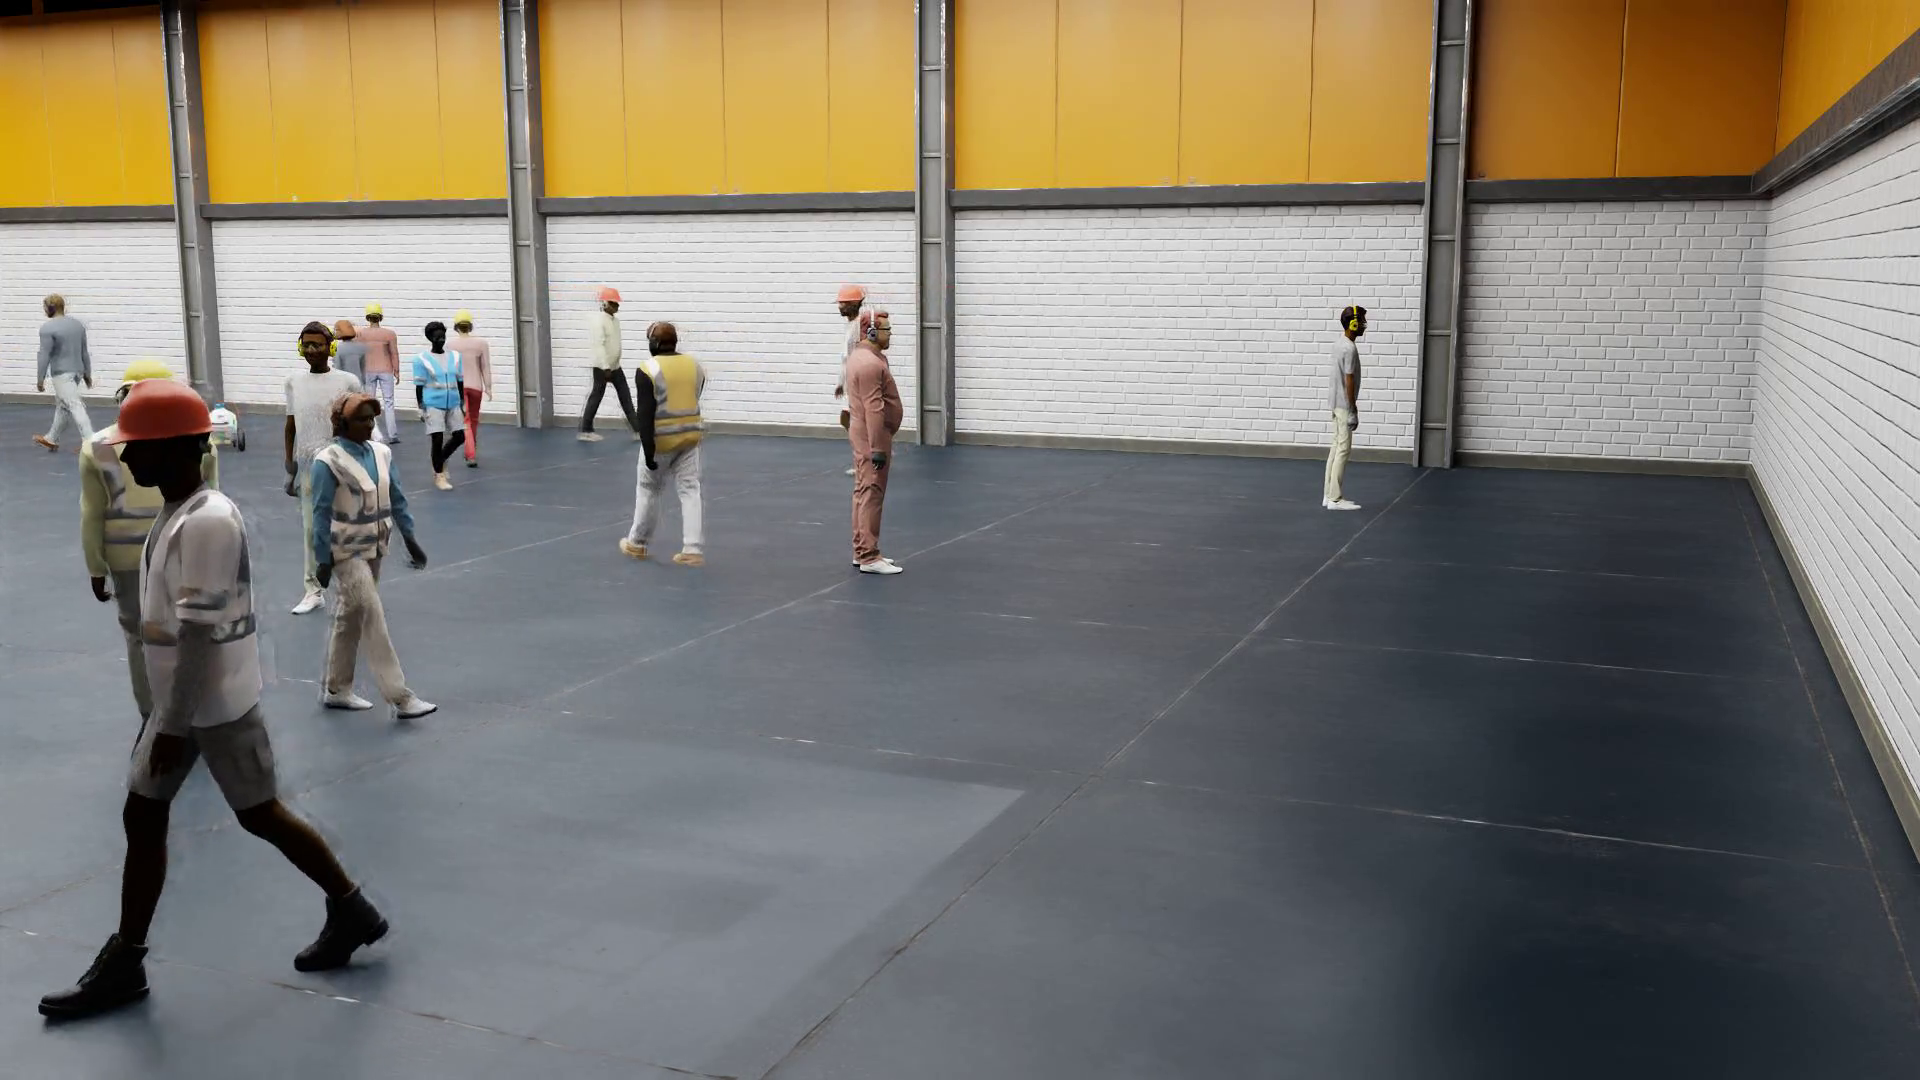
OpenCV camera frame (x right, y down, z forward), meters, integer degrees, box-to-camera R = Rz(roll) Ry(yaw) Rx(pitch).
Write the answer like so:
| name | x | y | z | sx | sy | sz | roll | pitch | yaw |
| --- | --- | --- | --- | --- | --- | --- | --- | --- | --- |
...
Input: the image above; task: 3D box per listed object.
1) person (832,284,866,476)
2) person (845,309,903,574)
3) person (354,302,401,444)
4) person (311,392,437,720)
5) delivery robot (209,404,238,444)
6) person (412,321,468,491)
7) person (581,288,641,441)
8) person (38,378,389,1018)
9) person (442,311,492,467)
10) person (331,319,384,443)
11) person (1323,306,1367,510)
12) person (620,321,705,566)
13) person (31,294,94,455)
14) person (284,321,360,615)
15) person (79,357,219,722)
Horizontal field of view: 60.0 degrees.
| name | x | y | z | sx | sy | sz | roll | pitch | yaw |
| --- | --- | --- | --- | --- | --- | --- | --- | --- | --- |
| person | -1.088 | -1.653 | 17.415 | 0.477 | 2.029 | 0.617 | -2 | 10 | -13 |
| person | -0.613 | -0.712 | 12.063 | 0.408 | 1.906 | 0.654 | -2 | 10 | -11 |
| person | -7.235 | -2.065 | 20.675 | 0.532 | 1.772 | 0.300 | -2 | 10 | -12 |
| person | -2.849 | 0.082 | 8.141 | 0.807 | 1.600 | 0.532 | 3 | 10 | 16 |
| delivery robot | -8.906 | -1.402 | 20.046 | 0.477 | 0.478 | 0.707 | -4 | 10 | -23 |
| person | -5.167 | -1.332 | 16.487 | 0.543 | 1.679 | 0.431 | -9 | 13 | -44 |
| person | -4.383 | -2.201 | 20.976 | 1.036 | 1.934 | 0.658 | 3 | 10 | 17 |
| person | -2.273 | 0.453 | 5.042 | 0.976 | 1.899 | 0.544 | -8 | 12 | -40 |
| person | -5.516 | -1.688 | 18.541 | 0.539 | 1.715 | 0.932 | -5 | 11 | -28 |
| person | -7.088 | -1.777 | 19.413 | 0.742 | 1.610 | 0.504 | 6 | 11 | 33 |
| person | 3.517 | -1.197 | 15.156 | 0.323 | 1.861 | 0.512 | 0 | 9 | -1 |
| person | -2.242 | -0.725 | 12.445 | 0.626 | 1.802 | 0.897 | -9 | 13 | -43 |
| person | -10.587 | -1.931 | 19.528 | 1.039 | 1.877 | 0.642 | 2 | 10 | 10 |
| person | -4.062 | -0.455 | 10.607 | 0.513 | 1.876 | 0.328 | 0 | 9 | -2 |
| person | -3.679 | 0.071 | 7.612 | 0.606 | 1.808 | 0.578 | -5 | 11 | -29 |
